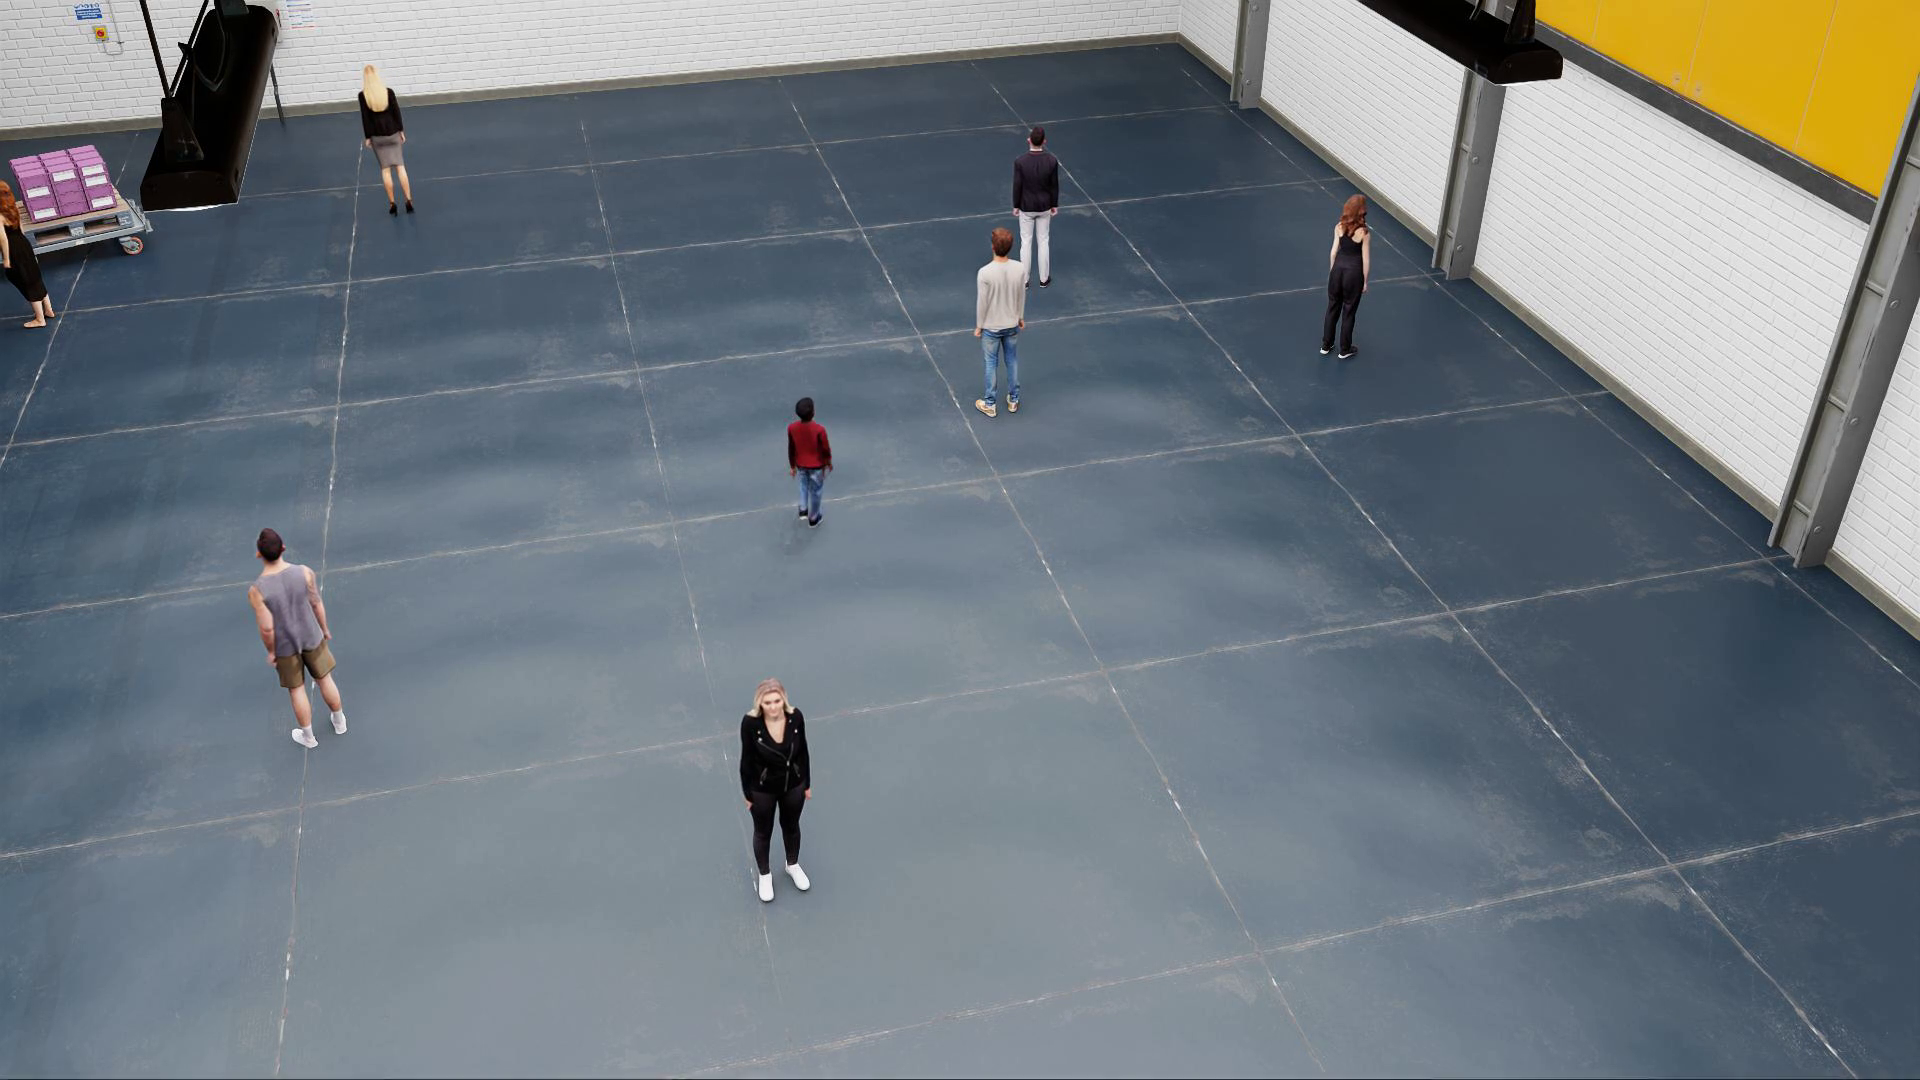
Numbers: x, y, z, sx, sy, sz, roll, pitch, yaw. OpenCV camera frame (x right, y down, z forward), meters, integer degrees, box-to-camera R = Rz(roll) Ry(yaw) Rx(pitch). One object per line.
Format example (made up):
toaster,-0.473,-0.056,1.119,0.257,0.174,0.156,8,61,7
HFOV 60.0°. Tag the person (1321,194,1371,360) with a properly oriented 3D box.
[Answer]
person,3.946,-2.699,16.991,0.640,1.748,0.720,22,40,30

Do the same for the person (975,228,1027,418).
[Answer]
person,0.392,-2.075,15.911,0.672,1.905,0.602,-12,35,-17

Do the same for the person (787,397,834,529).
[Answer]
person,-1.310,-0.644,14.351,0.581,1.247,0.614,9,35,14

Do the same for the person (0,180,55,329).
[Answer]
person,-9.972,-3.044,17.621,0.688,1.625,0.592,1,34,1

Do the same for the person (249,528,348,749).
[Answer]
person,-4.734,0.698,11.855,0.719,1.847,0.731,-26,42,-34

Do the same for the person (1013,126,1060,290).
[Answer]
person,0.830,-3.667,18.361,0.704,1.845,0.637,-1,34,-2

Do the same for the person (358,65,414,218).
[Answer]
person,-6.942,-4.826,20.107,0.656,1.841,0.605,-15,37,-22

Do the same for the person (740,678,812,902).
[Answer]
person,-1.175,1.566,10.631,0.622,1.685,0.558,-12,35,-17
